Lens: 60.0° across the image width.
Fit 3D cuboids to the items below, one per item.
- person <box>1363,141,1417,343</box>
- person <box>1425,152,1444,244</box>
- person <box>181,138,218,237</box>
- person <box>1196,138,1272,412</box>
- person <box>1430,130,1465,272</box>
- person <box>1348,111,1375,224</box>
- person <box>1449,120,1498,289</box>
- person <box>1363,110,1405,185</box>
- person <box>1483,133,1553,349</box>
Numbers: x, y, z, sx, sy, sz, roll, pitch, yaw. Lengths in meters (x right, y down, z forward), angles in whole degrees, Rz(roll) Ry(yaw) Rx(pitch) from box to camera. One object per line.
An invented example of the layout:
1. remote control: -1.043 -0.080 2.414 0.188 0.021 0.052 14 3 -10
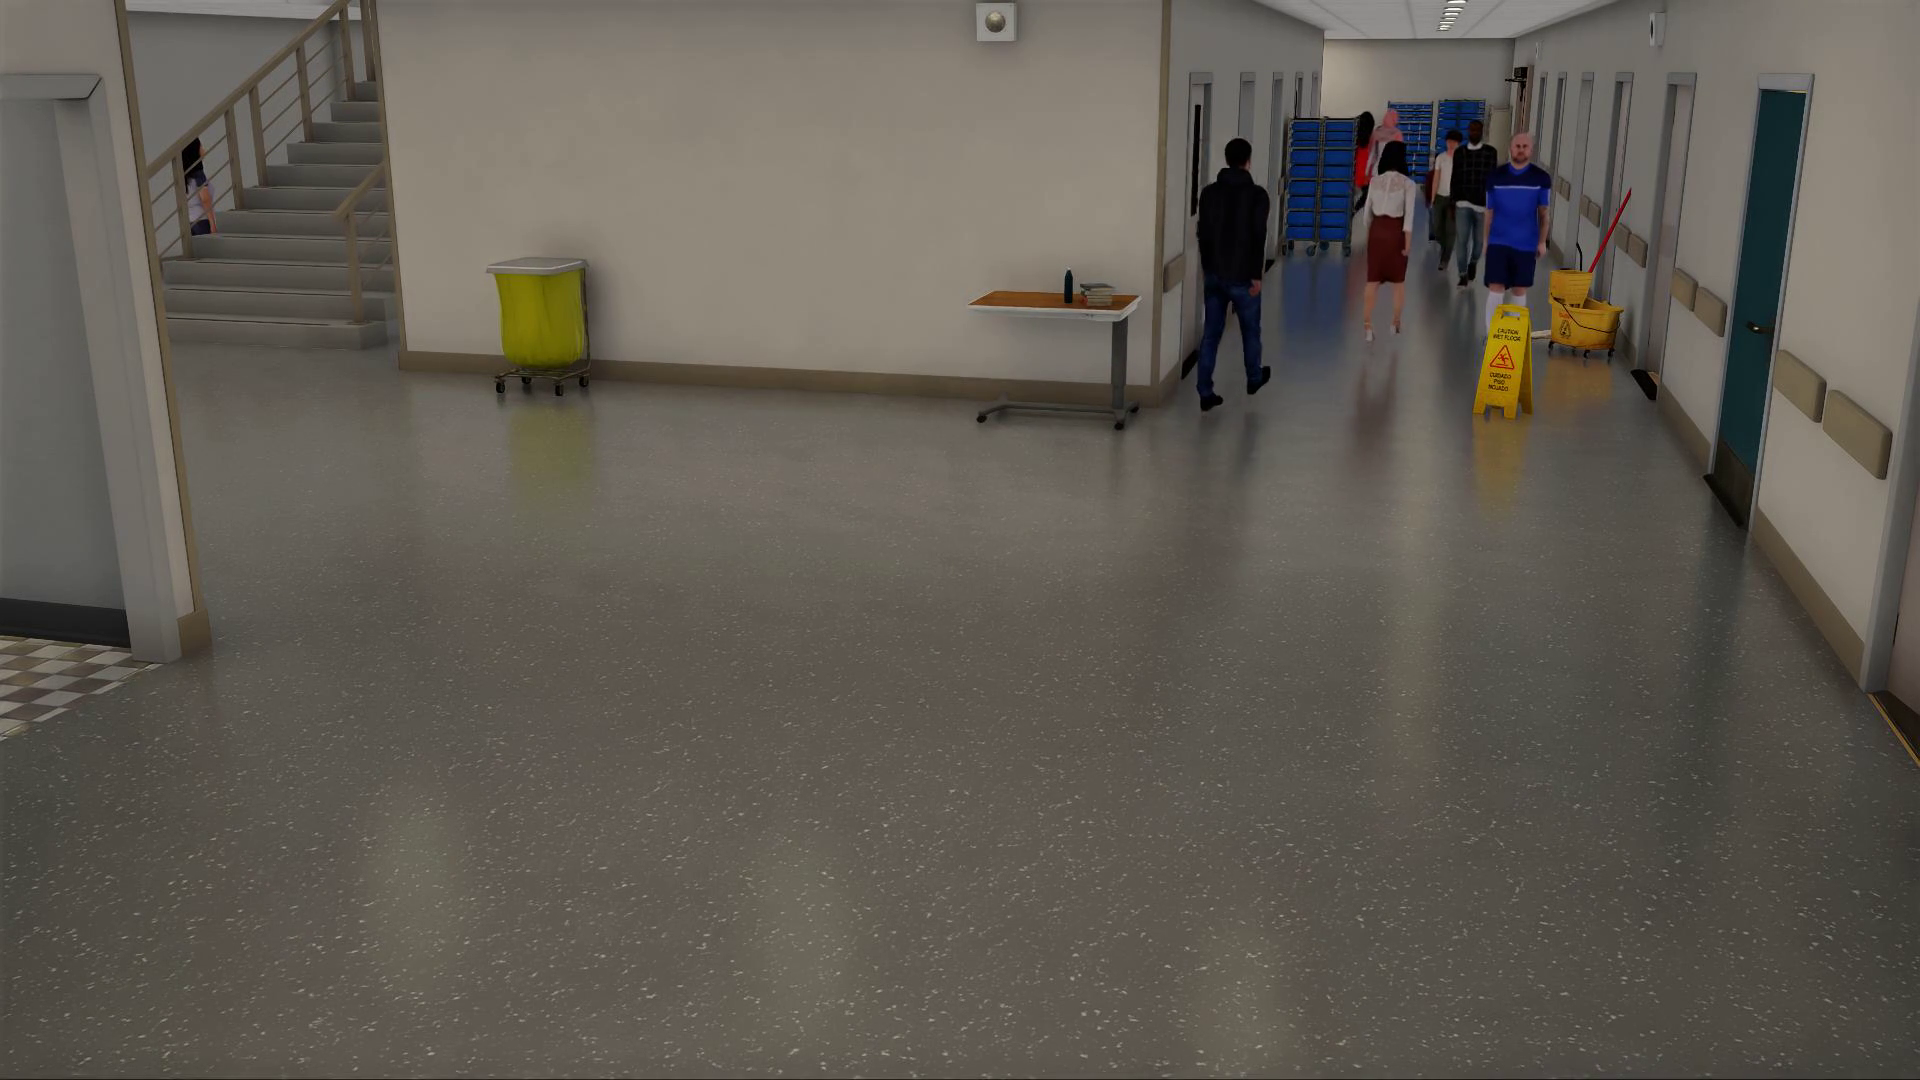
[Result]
1. person: 3.637 -2.509 14.291 0.814 1.704 1.137 10 18 31
2. person: 6.612 -4.733 23.044 0.614 1.235 0.795 0 16 0
3. person: -7.610 -3.183 16.677 0.674 1.707 0.672 13 20 38
4. person: 1.823 -1.784 11.493 0.916 1.826 1.260 9 18 30
5. person: 5.878 -4.066 19.937 0.672 1.637 0.934 8 17 25
6. person: 5.975 -5.427 24.627 0.860 1.711 1.129 13 20 38
7. person: 5.638 -3.675 18.262 0.732 1.793 1.172 6 17 19
8. person: 6.006 -5.171 23.593 0.722 1.780 0.715 6 17 20
9. person: 4.637 -2.457 13.927 0.685 1.801 1.088 5 16 16
